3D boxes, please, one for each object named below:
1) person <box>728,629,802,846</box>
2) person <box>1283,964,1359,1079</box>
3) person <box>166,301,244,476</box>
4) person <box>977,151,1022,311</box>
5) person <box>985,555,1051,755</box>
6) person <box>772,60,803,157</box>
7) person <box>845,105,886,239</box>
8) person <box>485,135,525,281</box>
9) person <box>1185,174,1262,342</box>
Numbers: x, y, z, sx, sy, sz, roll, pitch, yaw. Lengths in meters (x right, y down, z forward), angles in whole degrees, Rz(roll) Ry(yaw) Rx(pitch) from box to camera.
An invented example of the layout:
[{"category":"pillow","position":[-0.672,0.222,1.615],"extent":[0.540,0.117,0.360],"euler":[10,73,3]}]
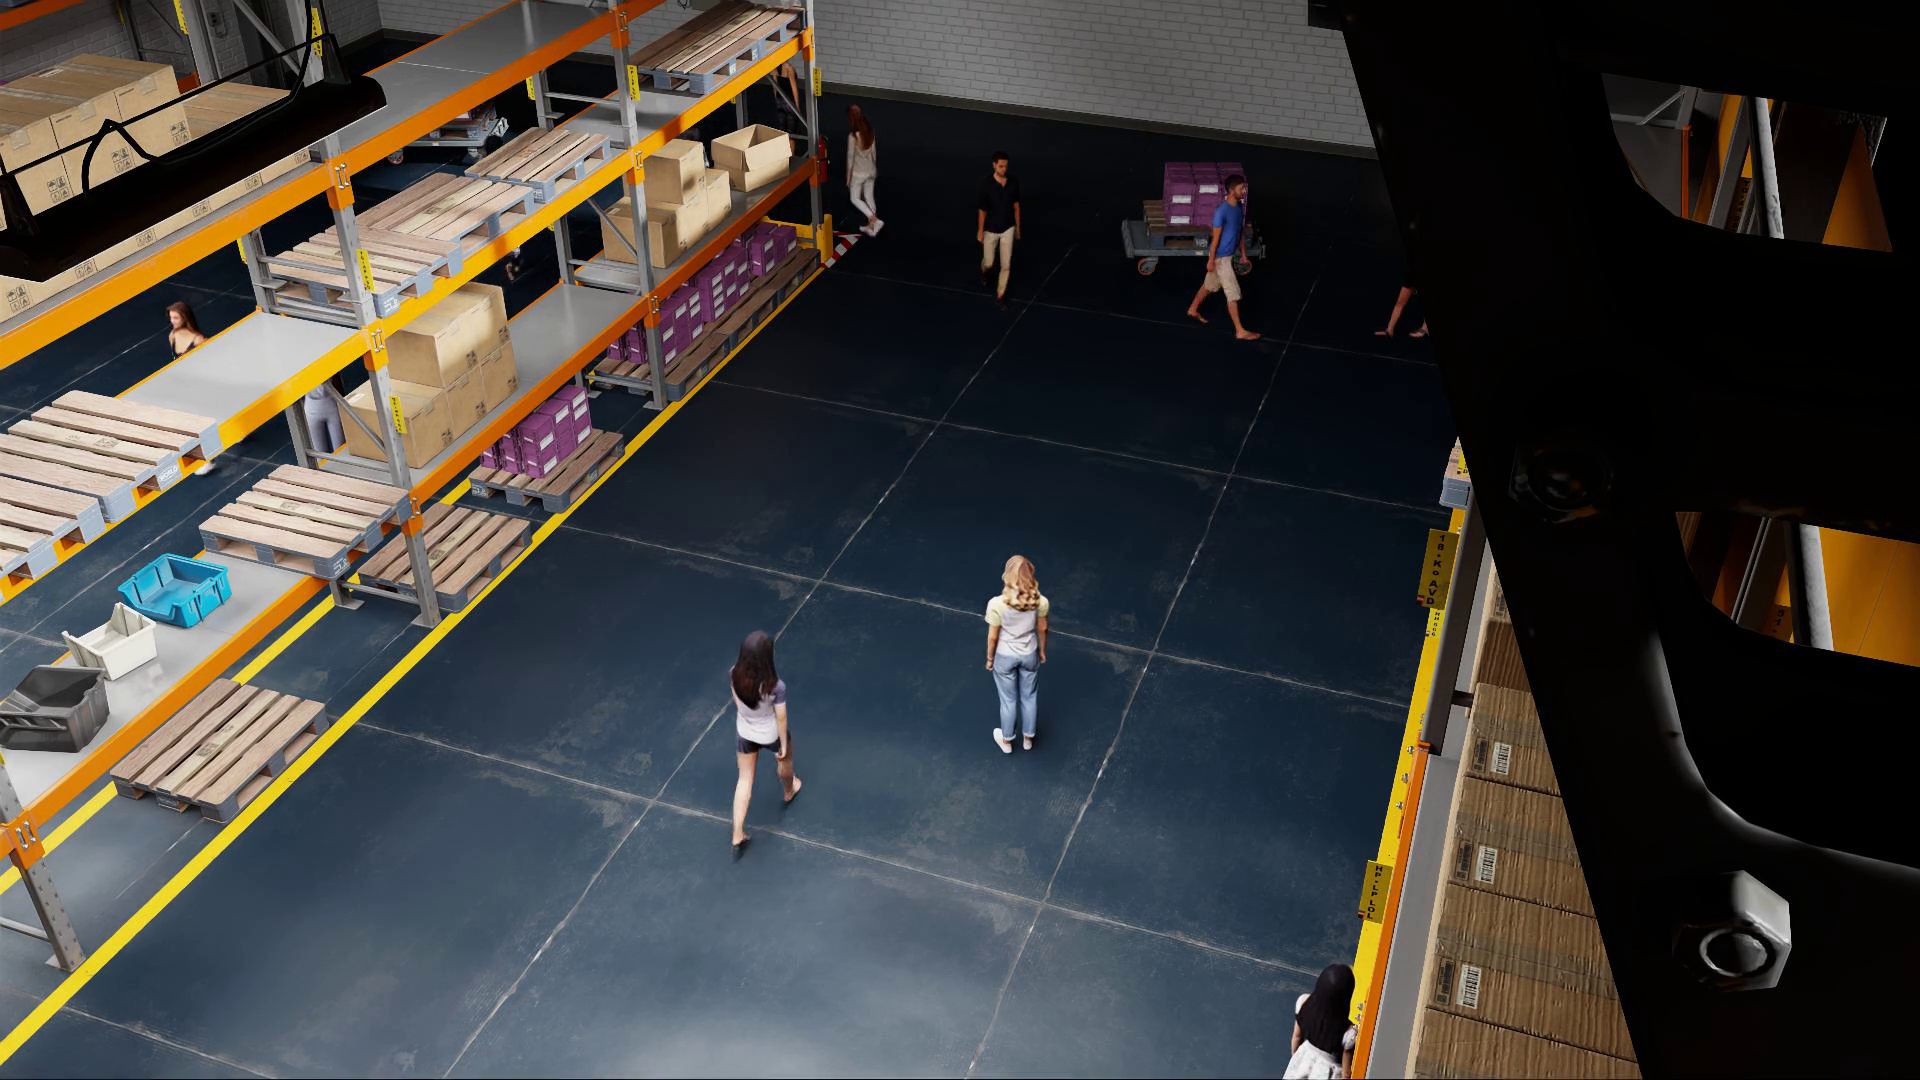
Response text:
[{"category":"person","position":[-1.428,1.380,11.538],"extent":[0.626,1.670,1.091],"euler":[9,35,13]},{"category":"person","position":[1.953,2.975,9.050],"extent":[0.795,1.768,0.773],"euler":[-25,41,-33]},{"category":"person","position":[-7.210,-1.519,15.876],"extent":[0.637,1.695,1.067],"euler":[15,36,21]},{"category":"person","position":[0.414,-3.537,18.787],"extent":[0.978,1.834,1.096],"euler":[-8,34,-12]},{"category":"person","position":[0.421,0.853,12.284],"extent":[0.714,1.723,0.732],"euler":[-8,34,-11]},{"category":"person","position":[-2.339,-5.845,22.353],"extent":[0.642,1.730,0.637],"euler":[24,41,32]},{"category":"person","position":[-1.141,-4.450,20.293],"extent":[0.846,1.688,0.901],"euler":[-27,42,-34]},{"category":"person","position":[-5.308,-3.841,19.352],"extent":[0.797,1.715,1.021],"euler":[0,34,0]},{"category":"person","position":[2.802,-3.117,18.175],"extent":[0.927,1.812,1.237],"euler":[21,39,28]}]
